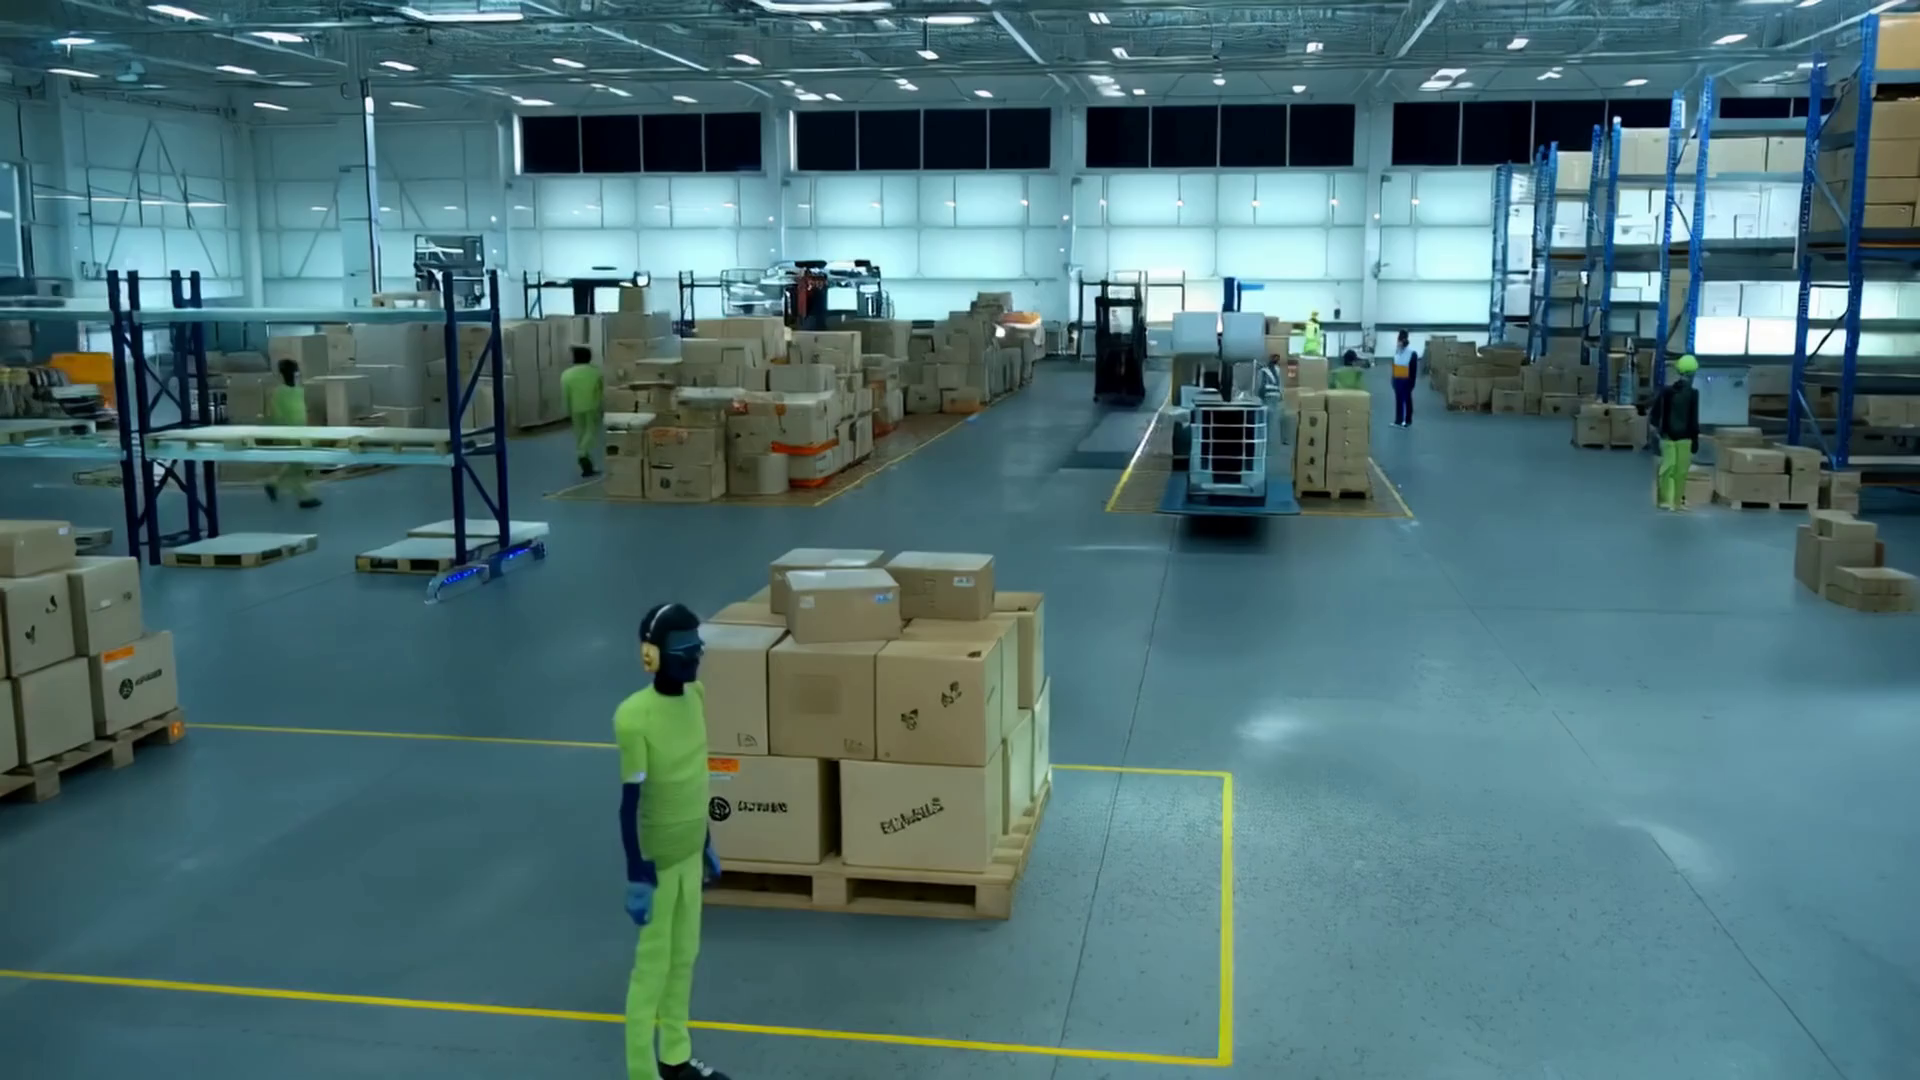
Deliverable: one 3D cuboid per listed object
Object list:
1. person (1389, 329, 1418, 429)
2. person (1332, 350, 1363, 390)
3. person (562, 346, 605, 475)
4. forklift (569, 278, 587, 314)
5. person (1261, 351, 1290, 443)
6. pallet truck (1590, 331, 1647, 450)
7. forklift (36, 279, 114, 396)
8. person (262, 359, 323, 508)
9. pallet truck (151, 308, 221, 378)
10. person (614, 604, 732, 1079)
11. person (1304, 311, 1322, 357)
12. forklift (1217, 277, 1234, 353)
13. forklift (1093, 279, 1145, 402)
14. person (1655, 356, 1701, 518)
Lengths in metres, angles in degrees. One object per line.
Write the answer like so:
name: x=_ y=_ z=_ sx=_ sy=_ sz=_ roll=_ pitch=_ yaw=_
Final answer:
person: x=8.554 y=-3.100 z=32.026 sx=0.397 sy=1.911 sz=0.587 roll=-5 pitch=11 yaw=-30
person: x=6.660 y=-2.427 z=28.561 sx=0.548 sy=1.678 sz=0.577 roll=0 pitch=9 yaw=-1
person: x=-5.561 y=-1.903 z=24.590 sx=0.650 sy=1.926 sz=0.505 roll=2 pitch=9 yaw=9
forklift: x=-10.367 y=-5.754 z=45.399 sx=1.873 sy=2.768 sz=1.129 roll=-2 pitch=9 yaw=-10
person: x=5.522 y=-2.497 z=29.199 sx=0.544 sy=1.607 sz=0.706 roll=-4 pitch=10 yaw=-23
pallet truck: x=11.253 y=-2.573 z=28.499 sx=0.823 sy=1.965 sz=1.885 roll=5 pitch=10 yaw=27
forklift: x=-21.241 y=-4.763 z=39.288 sx=1.873 sy=2.768 sz=1.129 roll=1 pitch=9 yaw=9
person: x=-8.565 y=-1.351 z=21.207 sx=0.747 sy=1.924 sz=0.638 roll=1 pitch=9 yaw=4
pallet truck: x=-21.869 y=-5.598 z=47.154 sx=0.823 sy=1.965 sz=1.885 roll=4 pitch=10 yaw=26
person: x=-1.033 y=1.142 z=5.981 sx=0.310 sy=1.868 sz=0.534 roll=4 pitch=10 yaw=22
person: x=9.741 y=-5.349 z=45.823 sx=0.556 sy=1.923 sz=0.479 roll=7 pitch=12 yaw=38
forklift: x=7.762 y=-6.236 z=48.372 sx=1.873 sy=2.768 sz=1.129 roll=1 pitch=9 yaw=9
forklift: x=3.745 y=-4.687 z=38.824 sx=1.129 sy=2.768 sz=1.873 roll=1 pitch=9 yaw=8
person: x=8.865 y=-1.265 z=20.475 sx=0.406 sy=1.981 sz=0.622 roll=-3 pitch=10 yaw=-19
